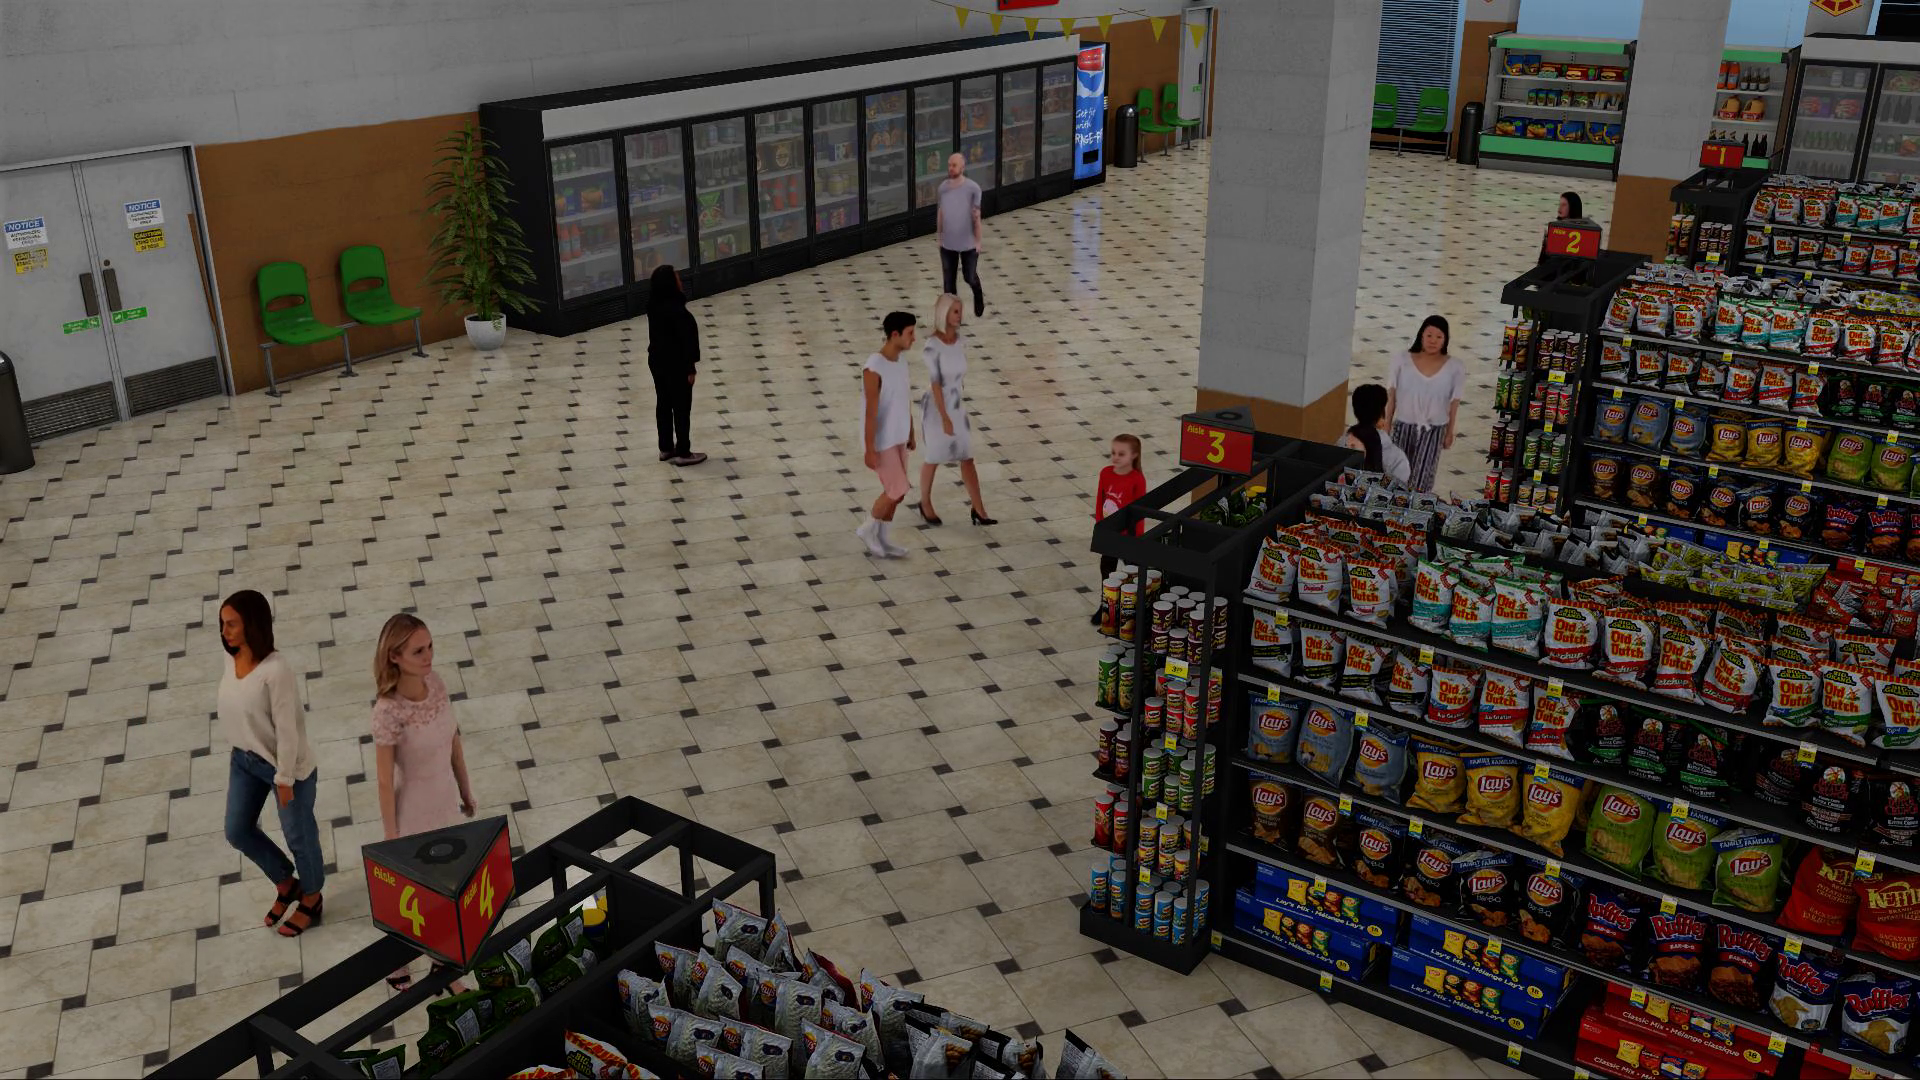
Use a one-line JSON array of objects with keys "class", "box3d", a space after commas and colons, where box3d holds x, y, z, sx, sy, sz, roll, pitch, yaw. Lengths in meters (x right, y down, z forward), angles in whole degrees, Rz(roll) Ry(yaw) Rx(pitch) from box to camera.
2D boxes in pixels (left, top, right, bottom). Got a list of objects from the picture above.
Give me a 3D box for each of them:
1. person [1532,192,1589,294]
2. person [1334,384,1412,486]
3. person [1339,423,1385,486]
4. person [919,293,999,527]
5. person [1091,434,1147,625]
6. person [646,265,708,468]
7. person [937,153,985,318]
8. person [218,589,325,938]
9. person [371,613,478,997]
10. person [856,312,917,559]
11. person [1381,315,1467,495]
[{"class": "person", "box3d": [5.718, -2.389, 15.619, 0.890, 1.747, 0.805, -10, 24, -23]}, {"class": "person", "box3d": [2.162, 0.121, 9.189, 0.881, 1.884, 0.761, 16, 27, 35]}, {"class": "person", "box3d": [2.256, 0.164, 9.294, 0.955, 1.727, 0.964, -10, 24, -24]}, {"class": "person", "box3d": [-0.180, -0.921, 11.996, 0.890, 1.724, 0.631, 18, 28, 38]}, {"class": "person", "box3d": [1.018, -0.058, 10.445, 0.426, 1.280, 0.550, 13, 25, 29]}, {"class": "person", "box3d": [-2.312, -1.400, 13.336, 0.606, 1.615, 0.737, 20, 29, 40]}, {"class": "person", "box3d": [0.034, -3.118, 17.332, 0.862, 1.823, 0.821, 10, 24, 23]}, {"class": "person", "box3d": [-2.974, 0.962, 7.375, 0.533, 1.675, 0.690, 14, 26, 31]}, {"class": "person", "box3d": [-2.264, 1.113, 6.803, 0.776, 1.821, 0.689, 7, 23, 16]}, {"class": "person", "box3d": [-0.569, -0.698, 11.401, 0.733, 1.754, 0.734, 11, 24, 25]}, {"class": "person", "box3d": [3.264, -0.801, 11.782, 0.823, 1.660, 0.861, 9, 24, 21]}]
